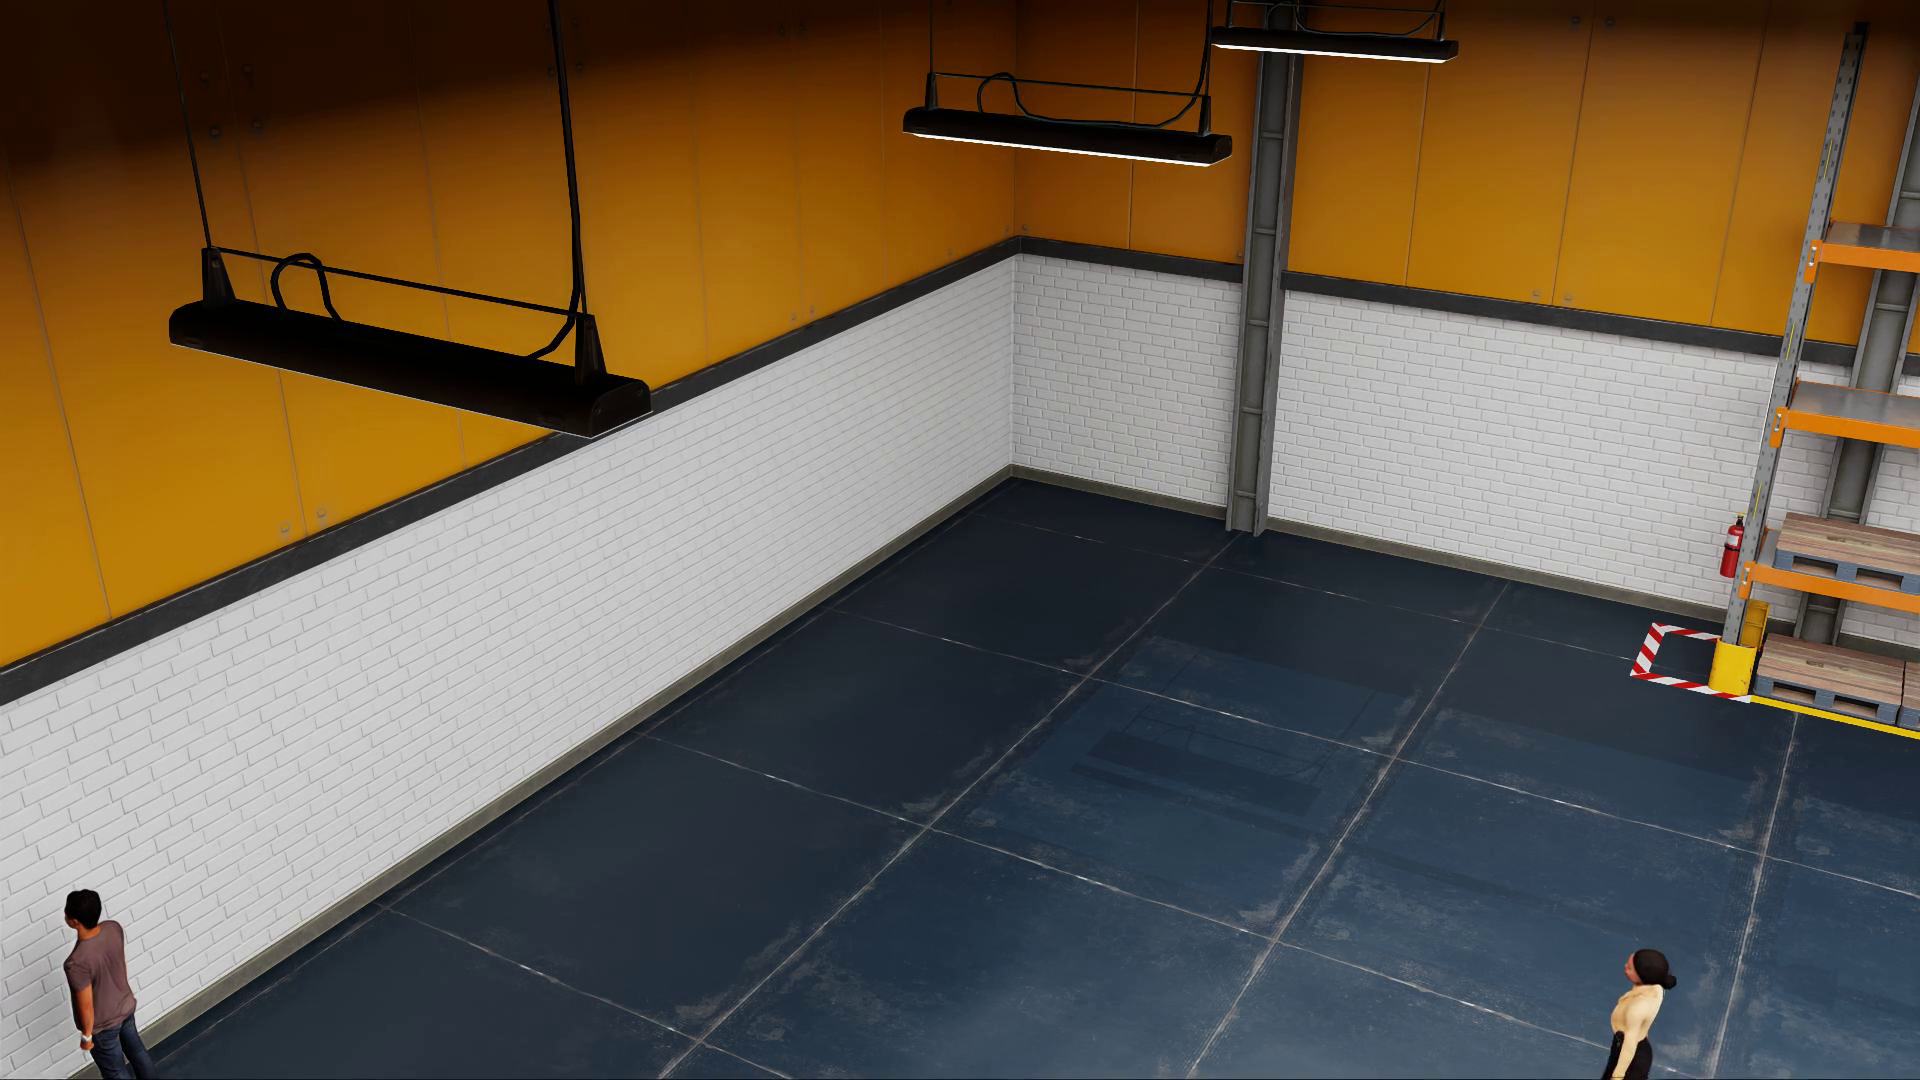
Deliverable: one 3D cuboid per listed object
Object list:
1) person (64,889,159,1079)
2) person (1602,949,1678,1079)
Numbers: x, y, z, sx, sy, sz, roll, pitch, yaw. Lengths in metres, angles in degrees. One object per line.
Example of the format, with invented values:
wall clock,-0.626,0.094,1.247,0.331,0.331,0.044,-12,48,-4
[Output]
person,-5.211,2.898,10.203,0.682,1.779,0.699,2,24,6
person,3.983,3.123,9.846,0.680,1.654,0.618,18,29,35
